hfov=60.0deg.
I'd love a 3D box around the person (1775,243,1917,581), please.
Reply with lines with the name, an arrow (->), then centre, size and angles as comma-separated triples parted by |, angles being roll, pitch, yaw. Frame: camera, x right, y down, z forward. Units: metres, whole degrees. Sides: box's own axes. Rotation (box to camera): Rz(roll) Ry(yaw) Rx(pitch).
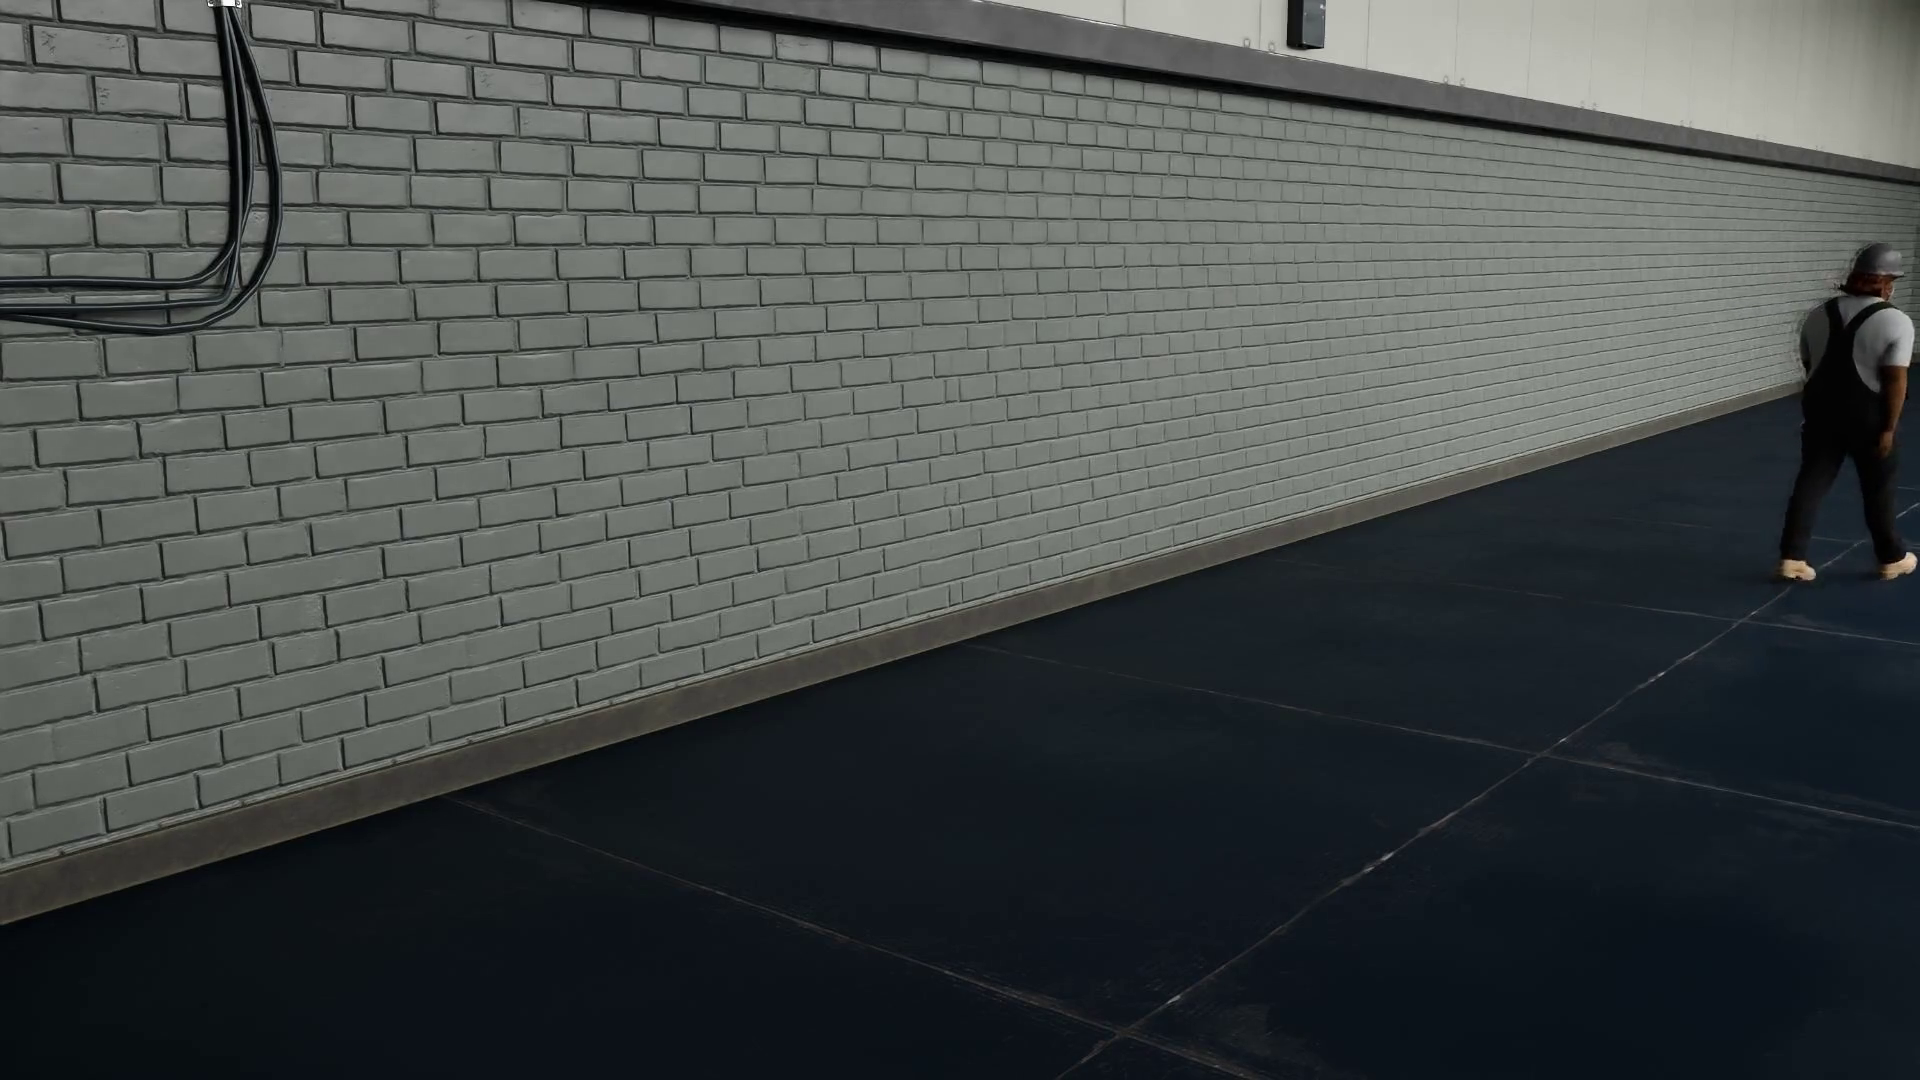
person -> 5.261, -0.747, 9.772 | 1.011, 2.000, 0.689 | -6, 12, -30
